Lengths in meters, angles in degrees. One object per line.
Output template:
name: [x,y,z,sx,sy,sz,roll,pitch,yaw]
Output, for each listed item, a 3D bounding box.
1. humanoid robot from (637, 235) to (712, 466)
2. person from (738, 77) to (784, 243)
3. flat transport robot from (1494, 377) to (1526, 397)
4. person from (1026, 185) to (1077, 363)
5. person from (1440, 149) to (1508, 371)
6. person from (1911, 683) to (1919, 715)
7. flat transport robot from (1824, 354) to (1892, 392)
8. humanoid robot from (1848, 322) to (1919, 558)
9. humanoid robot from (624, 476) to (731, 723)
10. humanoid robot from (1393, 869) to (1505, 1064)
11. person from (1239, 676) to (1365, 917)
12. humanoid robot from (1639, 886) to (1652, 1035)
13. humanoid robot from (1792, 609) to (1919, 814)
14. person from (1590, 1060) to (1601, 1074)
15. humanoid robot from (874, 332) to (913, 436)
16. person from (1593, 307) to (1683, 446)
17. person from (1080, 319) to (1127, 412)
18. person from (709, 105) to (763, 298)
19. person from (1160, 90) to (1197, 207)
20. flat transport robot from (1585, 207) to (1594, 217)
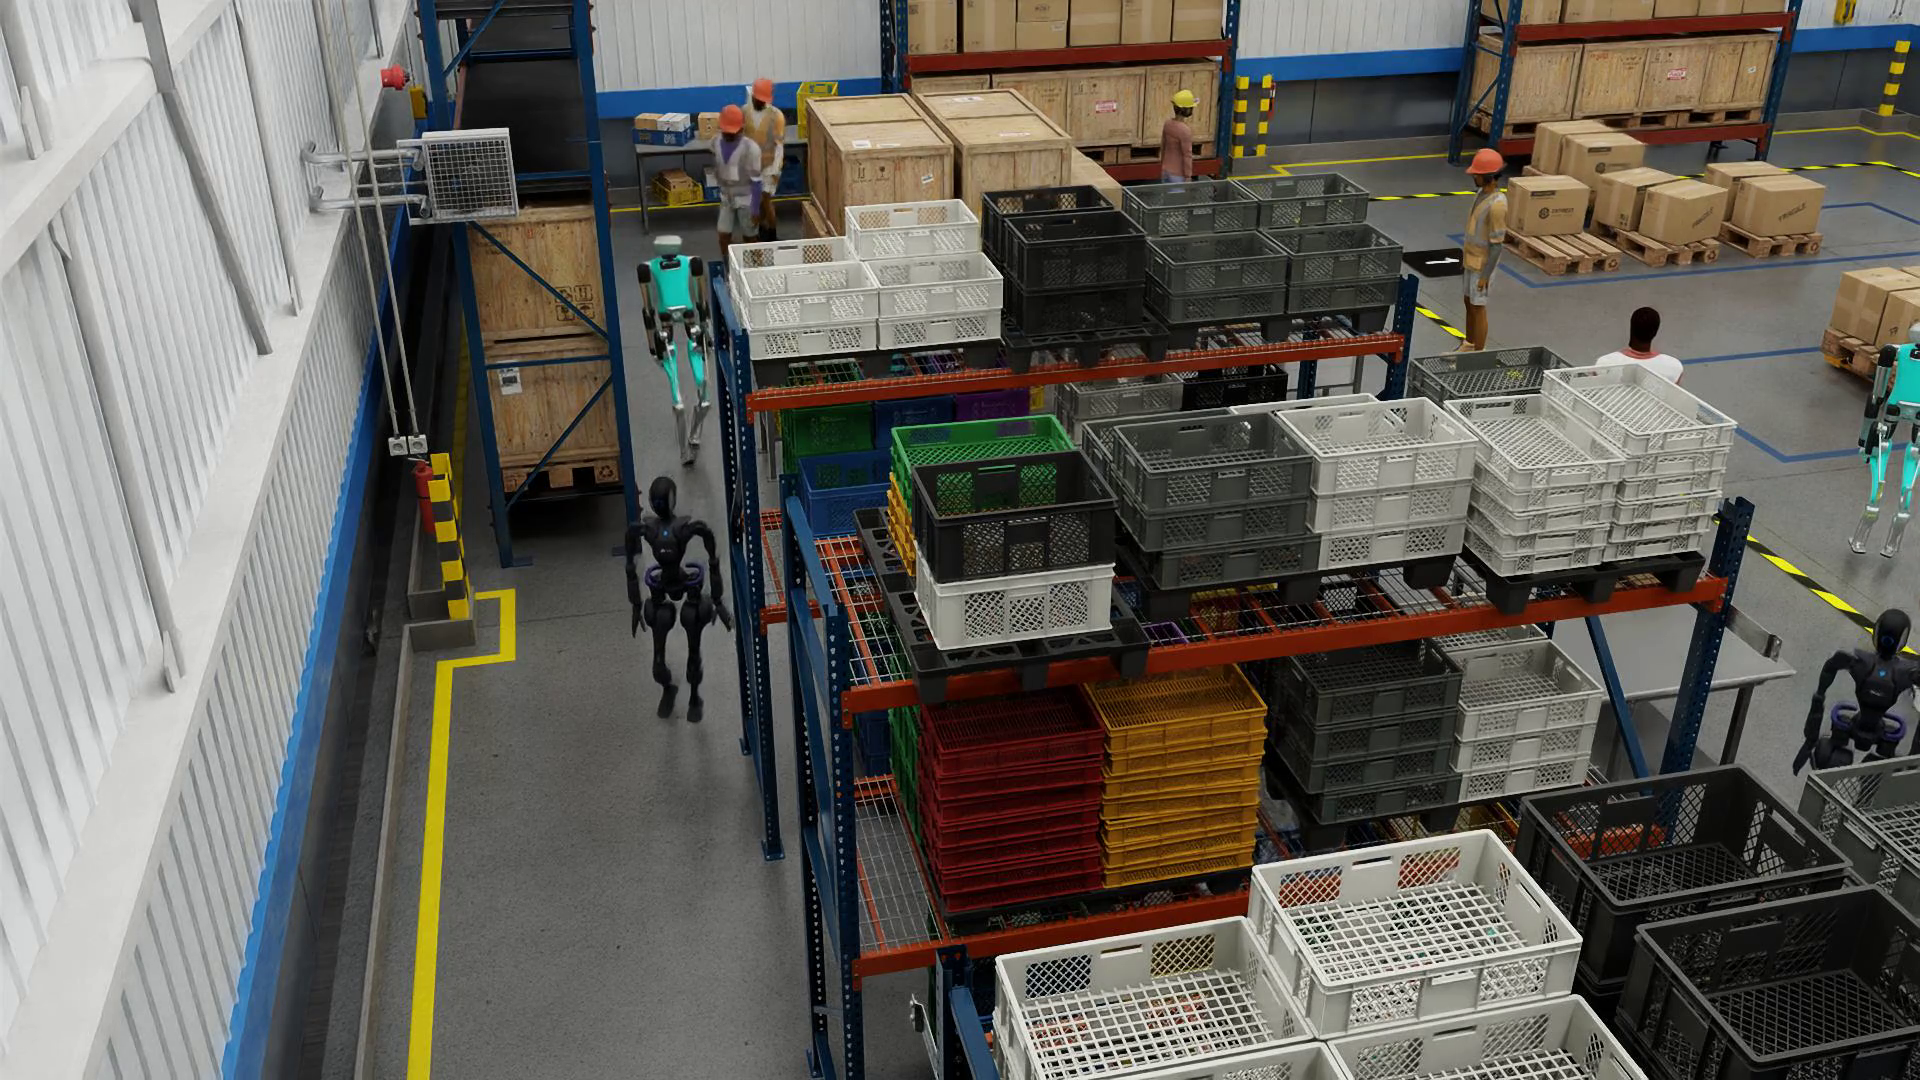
humanoid robot: [-2.210,-1.435,13.294,0.550,1.870,0.832,-8,29,-14]
person: [-2.136,-4.093,18.069,0.593,1.901,0.502,15,31,26]
flat transport robot: [4.780,-1.036,14.013,0.659,0.231,1.431,-6,28,-12]
person: [0.687,-2.258,14.691,0.922,1.802,0.629,-11,30,-20]
person: [4.604,-2.475,14.850,0.391,2.033,0.613,1,28,1]
person: [6.013,0.420,9.645,0.594,1.771,1.037,-2,28,-3]
flat transport robot: [8.473,-1.467,14.800,0.652,0.197,1.431,-6,28,-12]
humanoid robot: [6.516,-0.634,11.530,0.533,1.677,0.735,14,31,24]
humanoid robot: [-1.664,0.357,9.864,0.601,1.646,0.359,-2,28,-3]
humanoid robot: [1.652,2.088,6.539,0.842,1.788,0.539,-5,28,-9]
person: [1.766,1.275,8.072,0.614,1.716,0.511,-2,28,-3]
humanoid robot: [2.723,2.032,6.629,0.802,1.779,0.554,-9,29,-17]
humanoid robot: [4.591,1.107,8.456,0.590,1.638,0.688,15,31,26]
person: [2.241,2.310,5.985,0.738,1.838,0.539,-14,31,-25]
humanoid robot: [-0.376,-1.032,12.541,0.764,1.884,0.541,-19,33,-32]
person: [4.633,-0.695,11.613,0.580,1.911,0.394,6,28,11]
person: [0.967,-0.691,11.666,0.344,1.845,0.506,-9,29,-17]
person: [-2.208,-3.371,16.589,0.622,1.993,0.757,13,30,23]
person: [2.357,-3.963,17.959,0.326,1.767,0.530,-12,30,-21]
flat transport robot: [7.285,-3.963,19.535,1.431,0.197,0.652,-6,28,-12]
